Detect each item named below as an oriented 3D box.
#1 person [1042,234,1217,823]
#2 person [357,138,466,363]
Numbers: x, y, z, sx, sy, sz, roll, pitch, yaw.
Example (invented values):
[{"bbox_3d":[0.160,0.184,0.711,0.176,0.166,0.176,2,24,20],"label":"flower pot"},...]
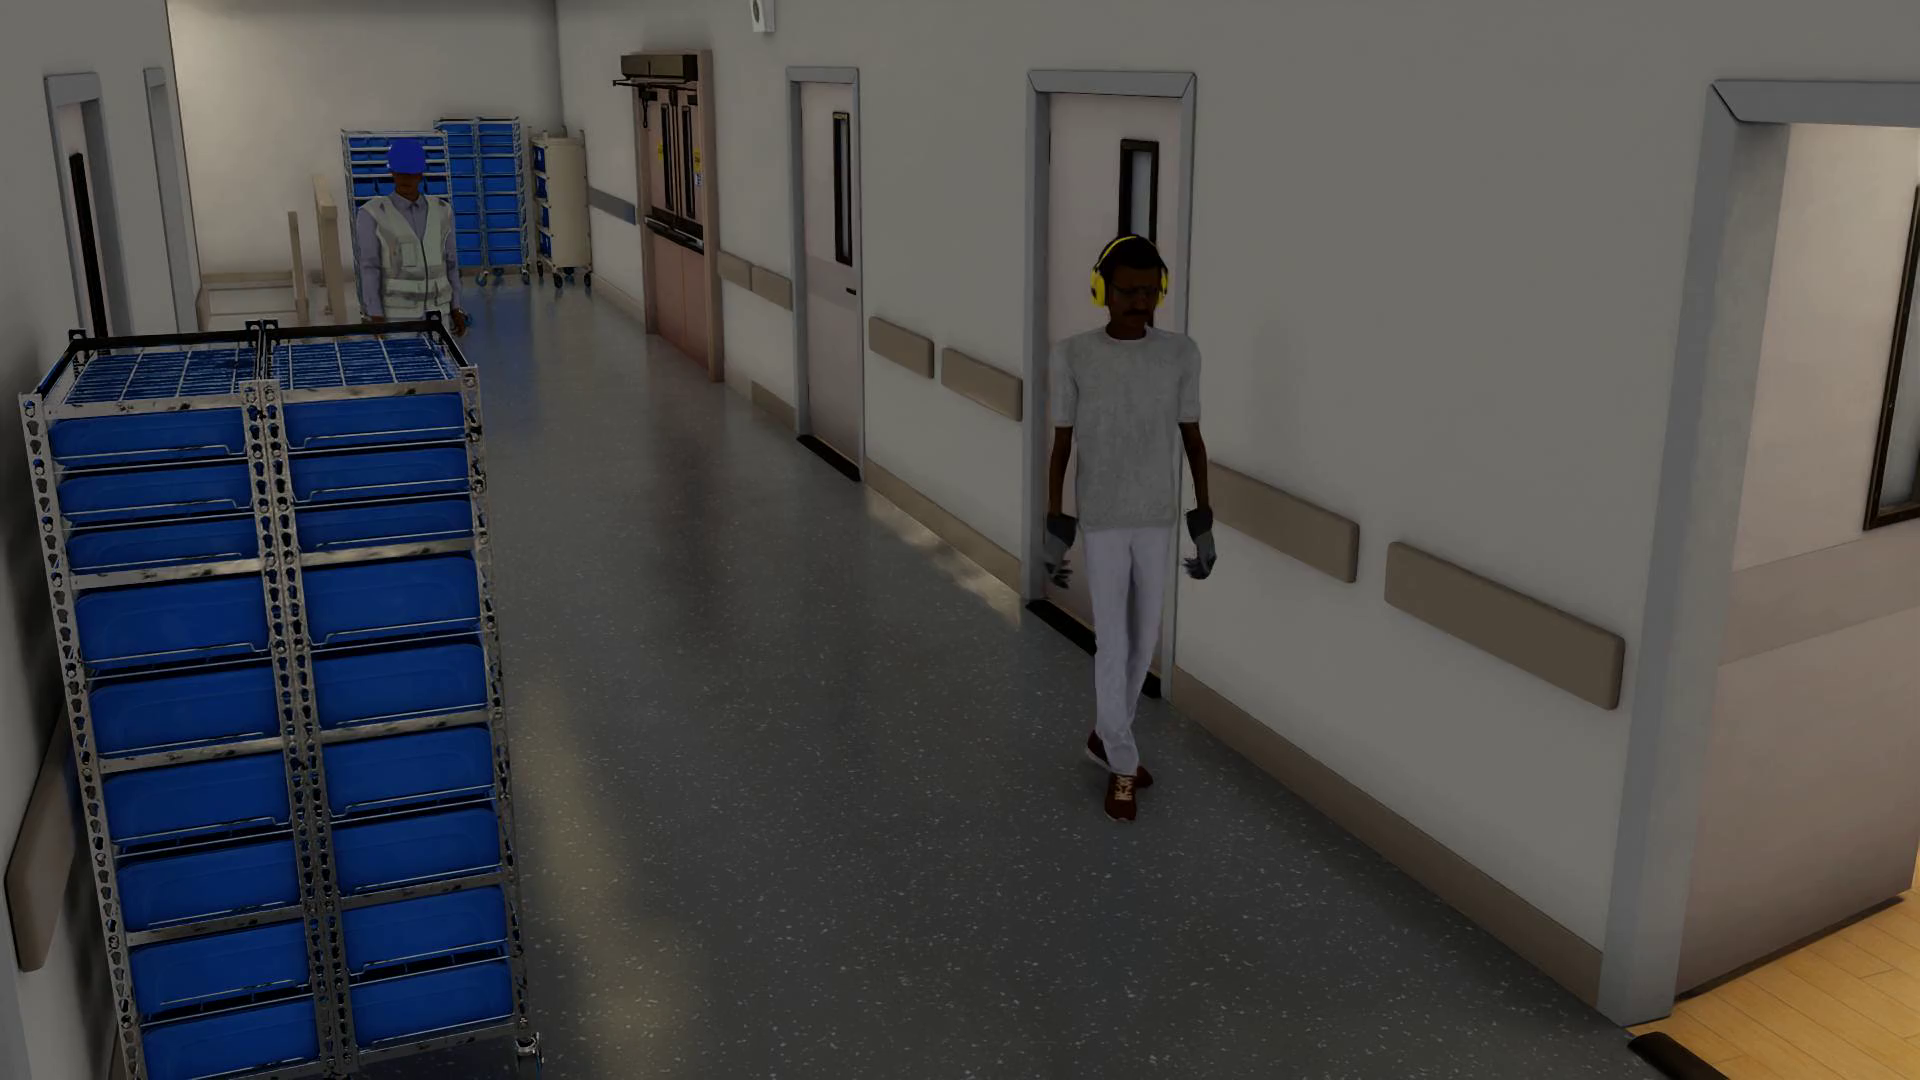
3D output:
[{"bbox_3d":[0.544,-0.041,5.330,0.547,1.858,0.522,-3,16,-9],"label":"person"},{"bbox_3d":[-3.165,-1.344,9.680,0.402,1.944,0.605,15,22,42],"label":"person"}]
